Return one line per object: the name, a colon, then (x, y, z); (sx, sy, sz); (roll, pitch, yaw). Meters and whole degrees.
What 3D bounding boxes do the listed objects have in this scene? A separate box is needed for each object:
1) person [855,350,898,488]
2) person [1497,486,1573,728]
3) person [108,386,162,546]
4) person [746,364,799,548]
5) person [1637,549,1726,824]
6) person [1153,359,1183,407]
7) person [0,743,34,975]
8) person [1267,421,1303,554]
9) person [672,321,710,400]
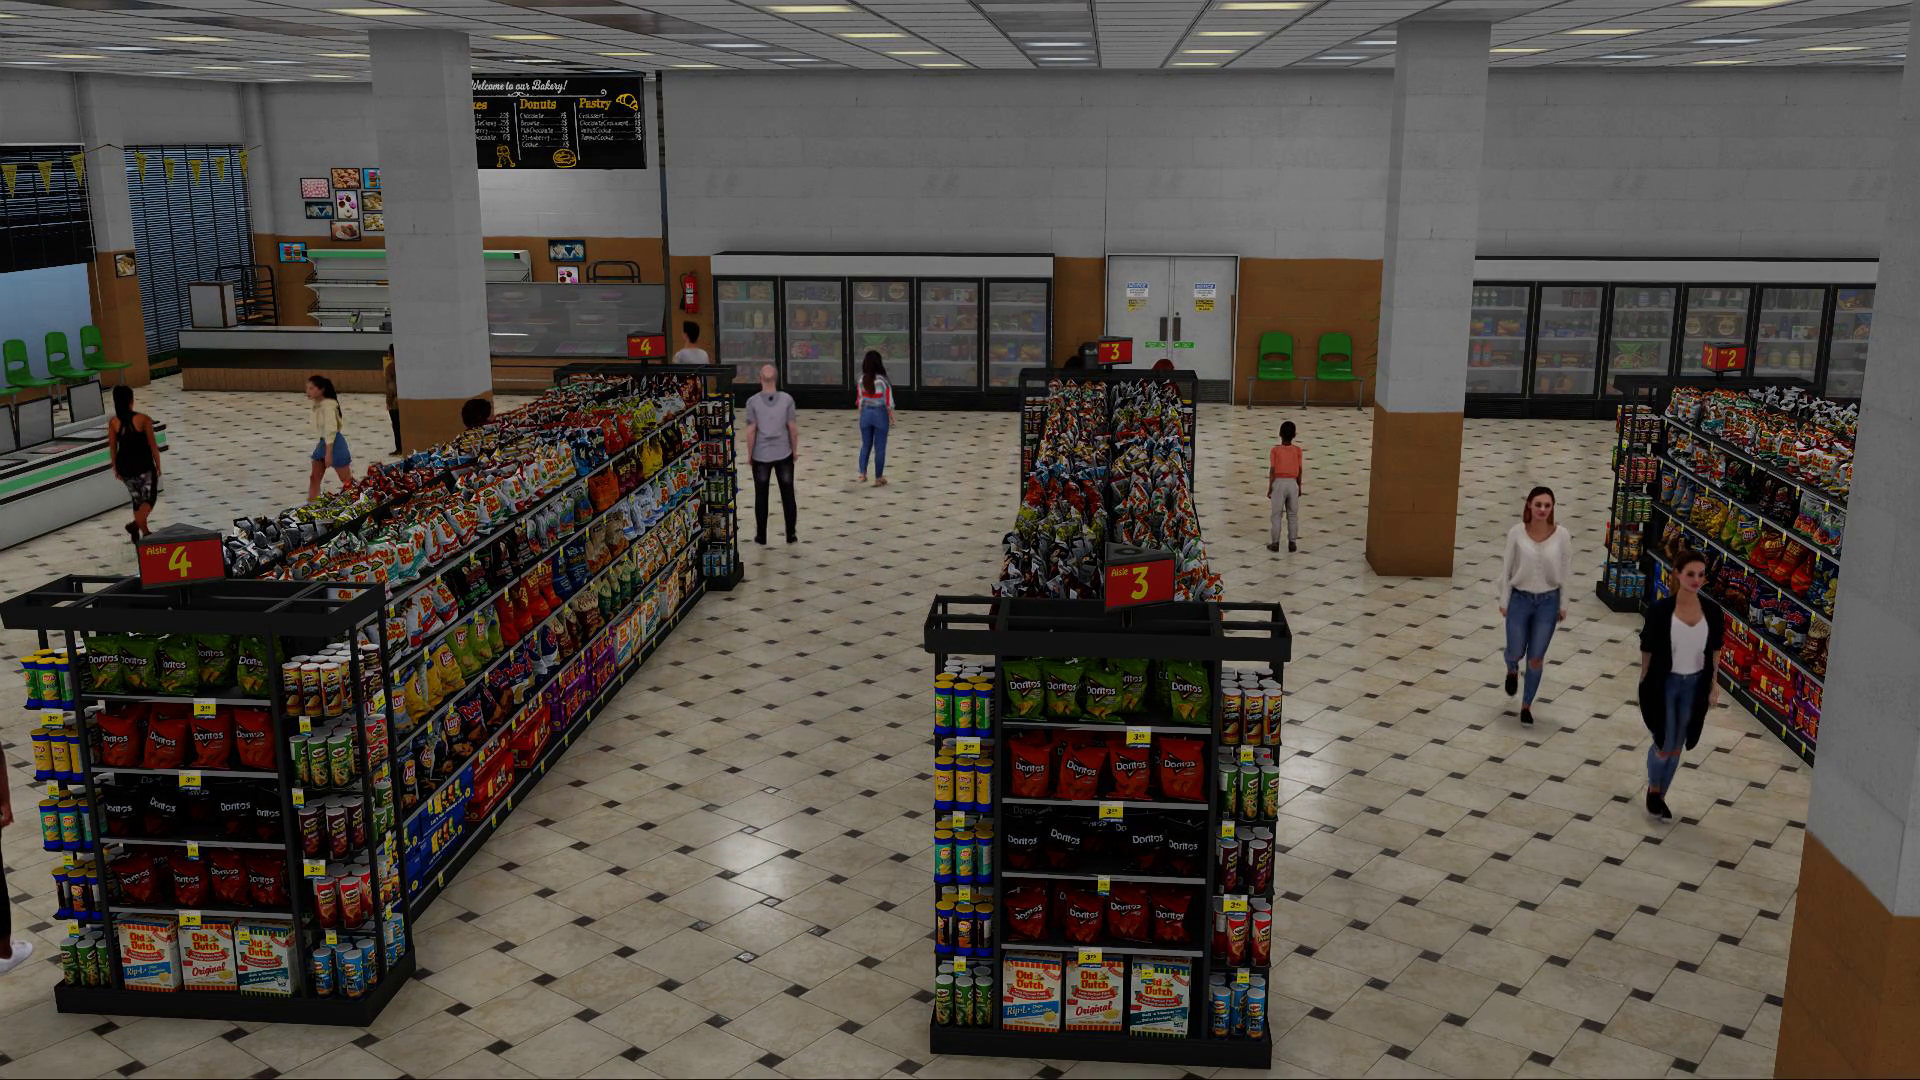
person: (-1.014, -1.412, 19.454); (0.681, 1.608, 0.671); (5, 15, 22)
person: (4.002, 0.448, 11.637); (0.708, 1.677, 0.871); (4, 14, 14)
person: (-8.176, -0.707, 16.471); (0.685, 1.644, 0.970); (-1, 14, -6)
person: (-1.886, -0.856, 16.675); (0.726, 1.838, 0.681); (-3, 14, -10)
person: (4.254, 0.858, 9.955); (0.621, 1.675, 0.682); (1, 14, 3)
person: (2.120, -1.023, 17.470); (0.629, 1.787, 0.629); (-3, 14, -11)
person: (-4.877, 1.283, 8.089); (0.671, 1.729, 0.646); (-3, 14, -13)
person: (3.214, -0.524, 16.426); (0.489, 1.310, 0.476); (0, 14, 1)
person: (-3.178, -1.654, 19.875); (0.940, 1.880, 0.875); (13, 19, 42)
